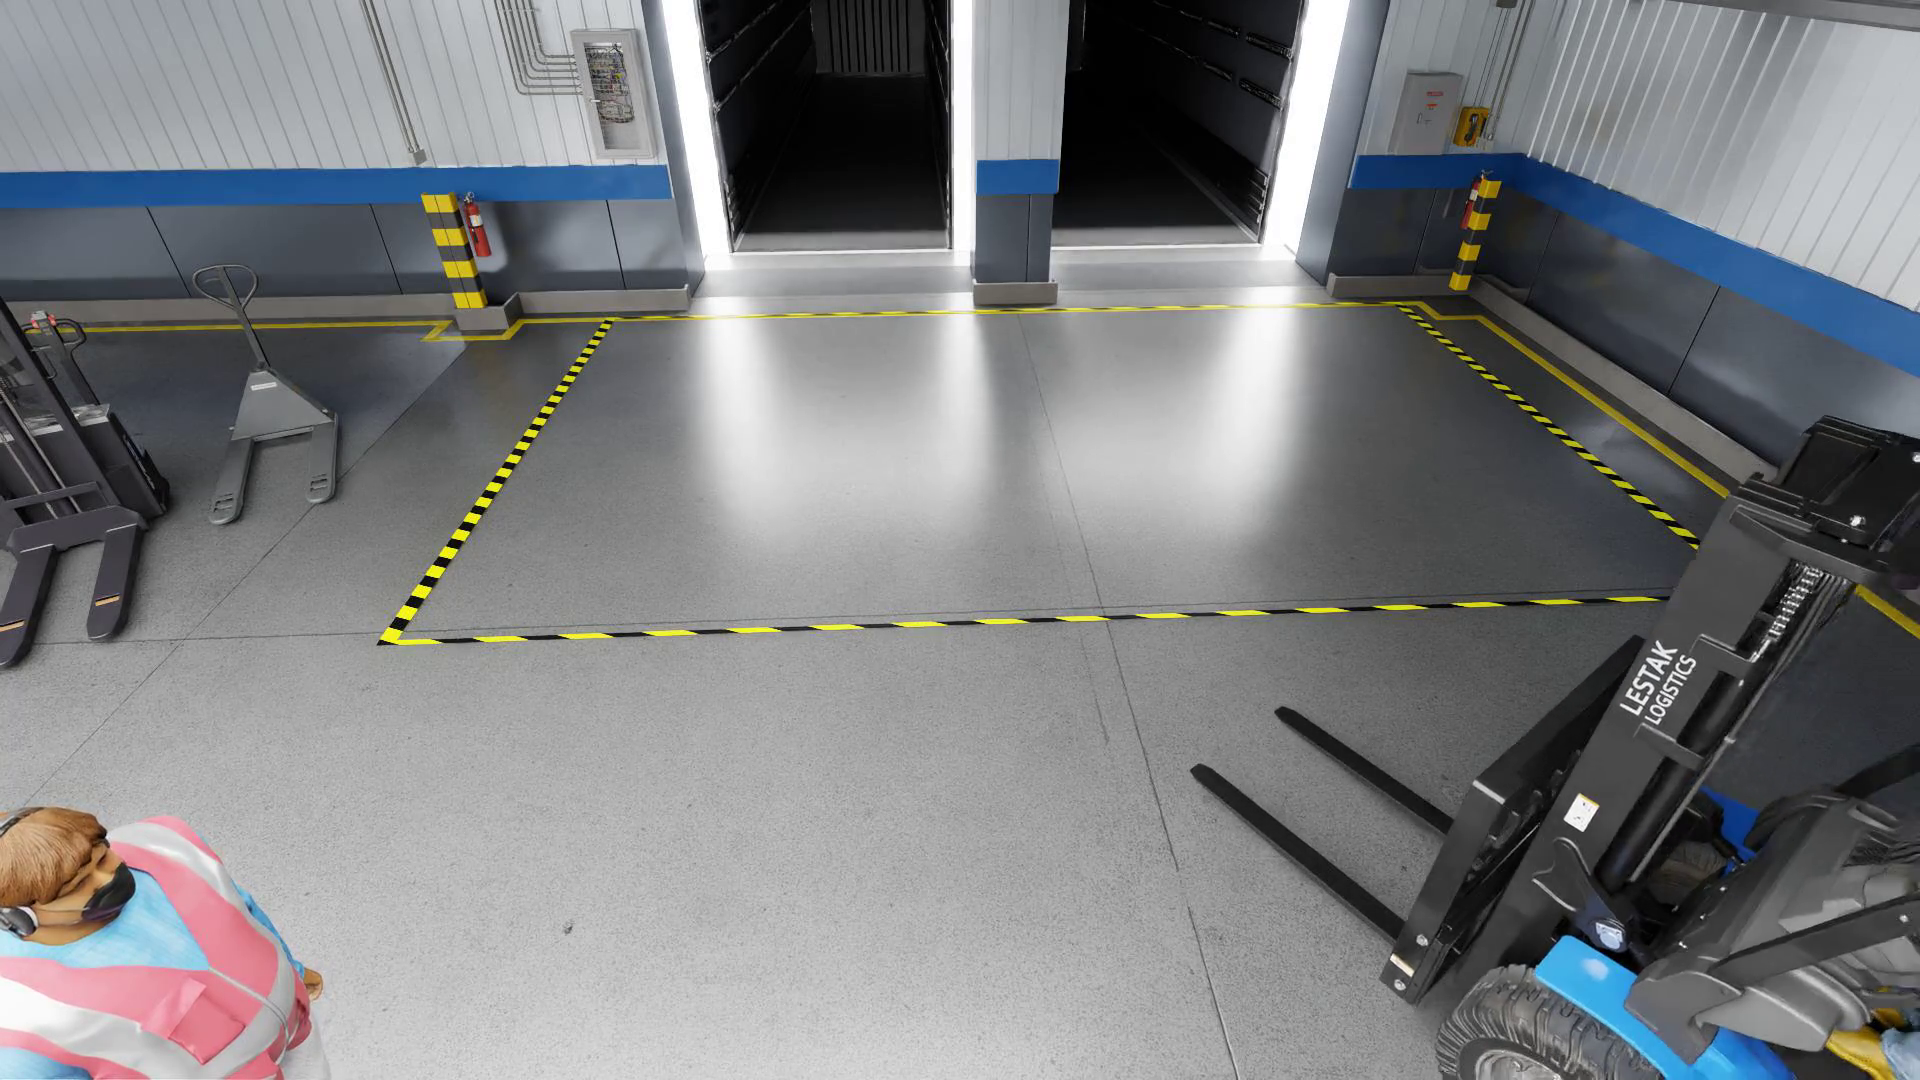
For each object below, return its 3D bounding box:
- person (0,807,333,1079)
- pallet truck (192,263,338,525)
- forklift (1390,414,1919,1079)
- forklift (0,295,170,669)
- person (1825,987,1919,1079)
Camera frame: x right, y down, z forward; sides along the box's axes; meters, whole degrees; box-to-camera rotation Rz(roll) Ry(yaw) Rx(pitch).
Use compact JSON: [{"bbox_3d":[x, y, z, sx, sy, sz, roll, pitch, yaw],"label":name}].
[{"bbox_3d":[-1.812,1.294,2.266,0.429,1.844,0.625,-2,35,-3],"label":"person"},{"bbox_3d":[-4.778,-1.027,6.128,0.680,1.201,1.601,-17,38,-23],"label":"pallet truck"},{"bbox_3d":[2.707,1.150,2.026,1.157,2.036,2.680,-23,41,-30],"label":"forklift"},{"bbox_3d":[-5.212,-0.618,4.878,0.823,1.965,1.885,-20,39,-26],"label":"forklift"},{"bbox_3d":[2.677,0.967,1.962,0.635,1.294,1.004,-23,41,-30],"label":"person"}]
